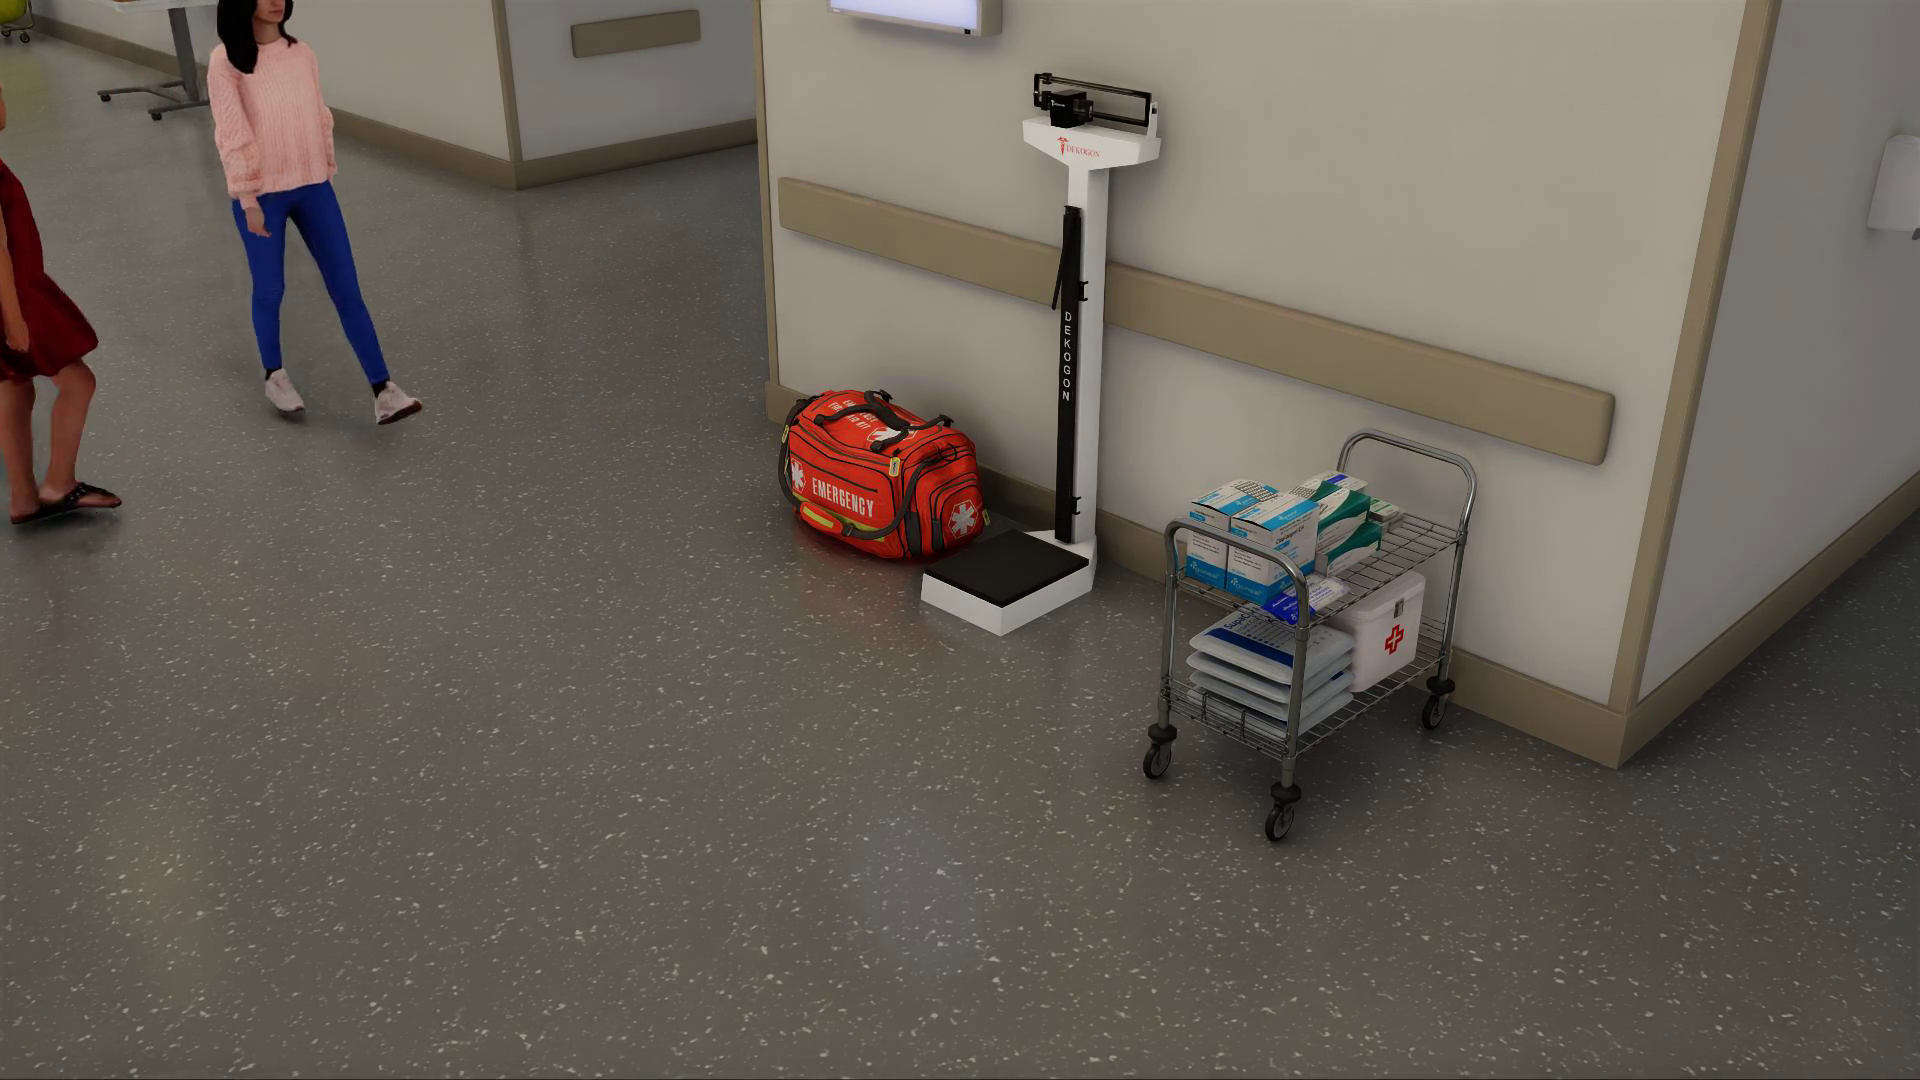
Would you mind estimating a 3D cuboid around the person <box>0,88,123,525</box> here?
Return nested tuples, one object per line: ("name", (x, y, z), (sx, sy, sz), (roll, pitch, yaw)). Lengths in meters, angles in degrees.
("person", (-3.210, -0.768, 5.447), (0.640, 1.531, 0.571), (-19, 32, -34))

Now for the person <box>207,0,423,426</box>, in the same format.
("person", (-2.596, -1.261, 6.254), (1.119, 1.718, 0.691), (22, 33, 38))
